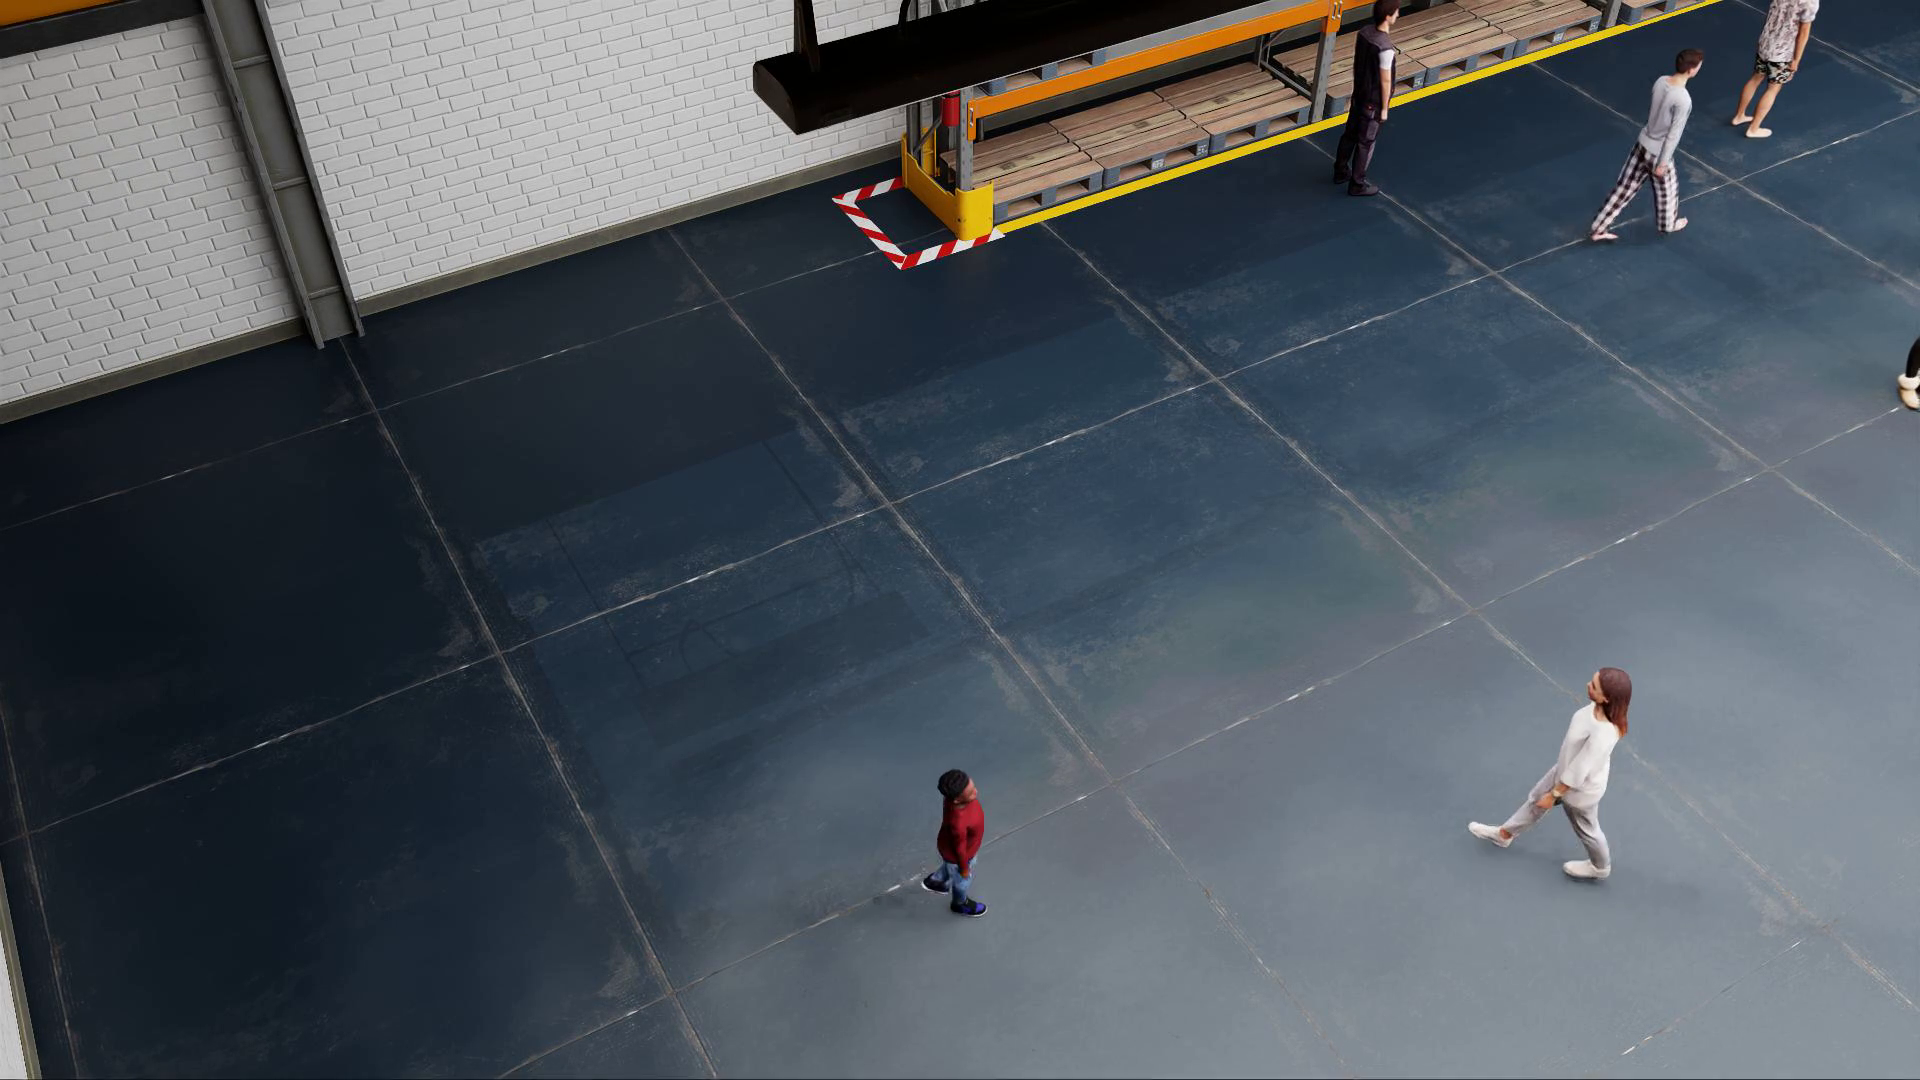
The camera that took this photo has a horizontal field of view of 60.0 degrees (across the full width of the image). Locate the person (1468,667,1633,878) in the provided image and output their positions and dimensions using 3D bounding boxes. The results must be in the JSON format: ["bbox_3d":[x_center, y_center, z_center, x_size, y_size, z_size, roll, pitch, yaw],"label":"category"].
[{"bbox_3d":[3.594,1.378,9.433,1.113,1.649,1.062,12,45,12],"label":"person"}]

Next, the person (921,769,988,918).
[{"bbox_3d":[-0.063,1.707,9.379,0.705,1.246,0.634,-2,44,-2],"label":"person"}]

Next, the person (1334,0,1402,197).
[{"bbox_3d":[3.666,-3.982,14.915,0.623,1.849,0.694,-15,46,-15],"label":"person"}]

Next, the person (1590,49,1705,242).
[{"bbox_3d":[5.875,-3.322,14.258,1.217,1.798,0.862,-10,45,-10],"label":"person"}]

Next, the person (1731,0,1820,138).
[{"bbox_3d":[7.712,-4.669,15.663,0.630,1.810,0.708,-15,46,-15],"label":"person"}]
